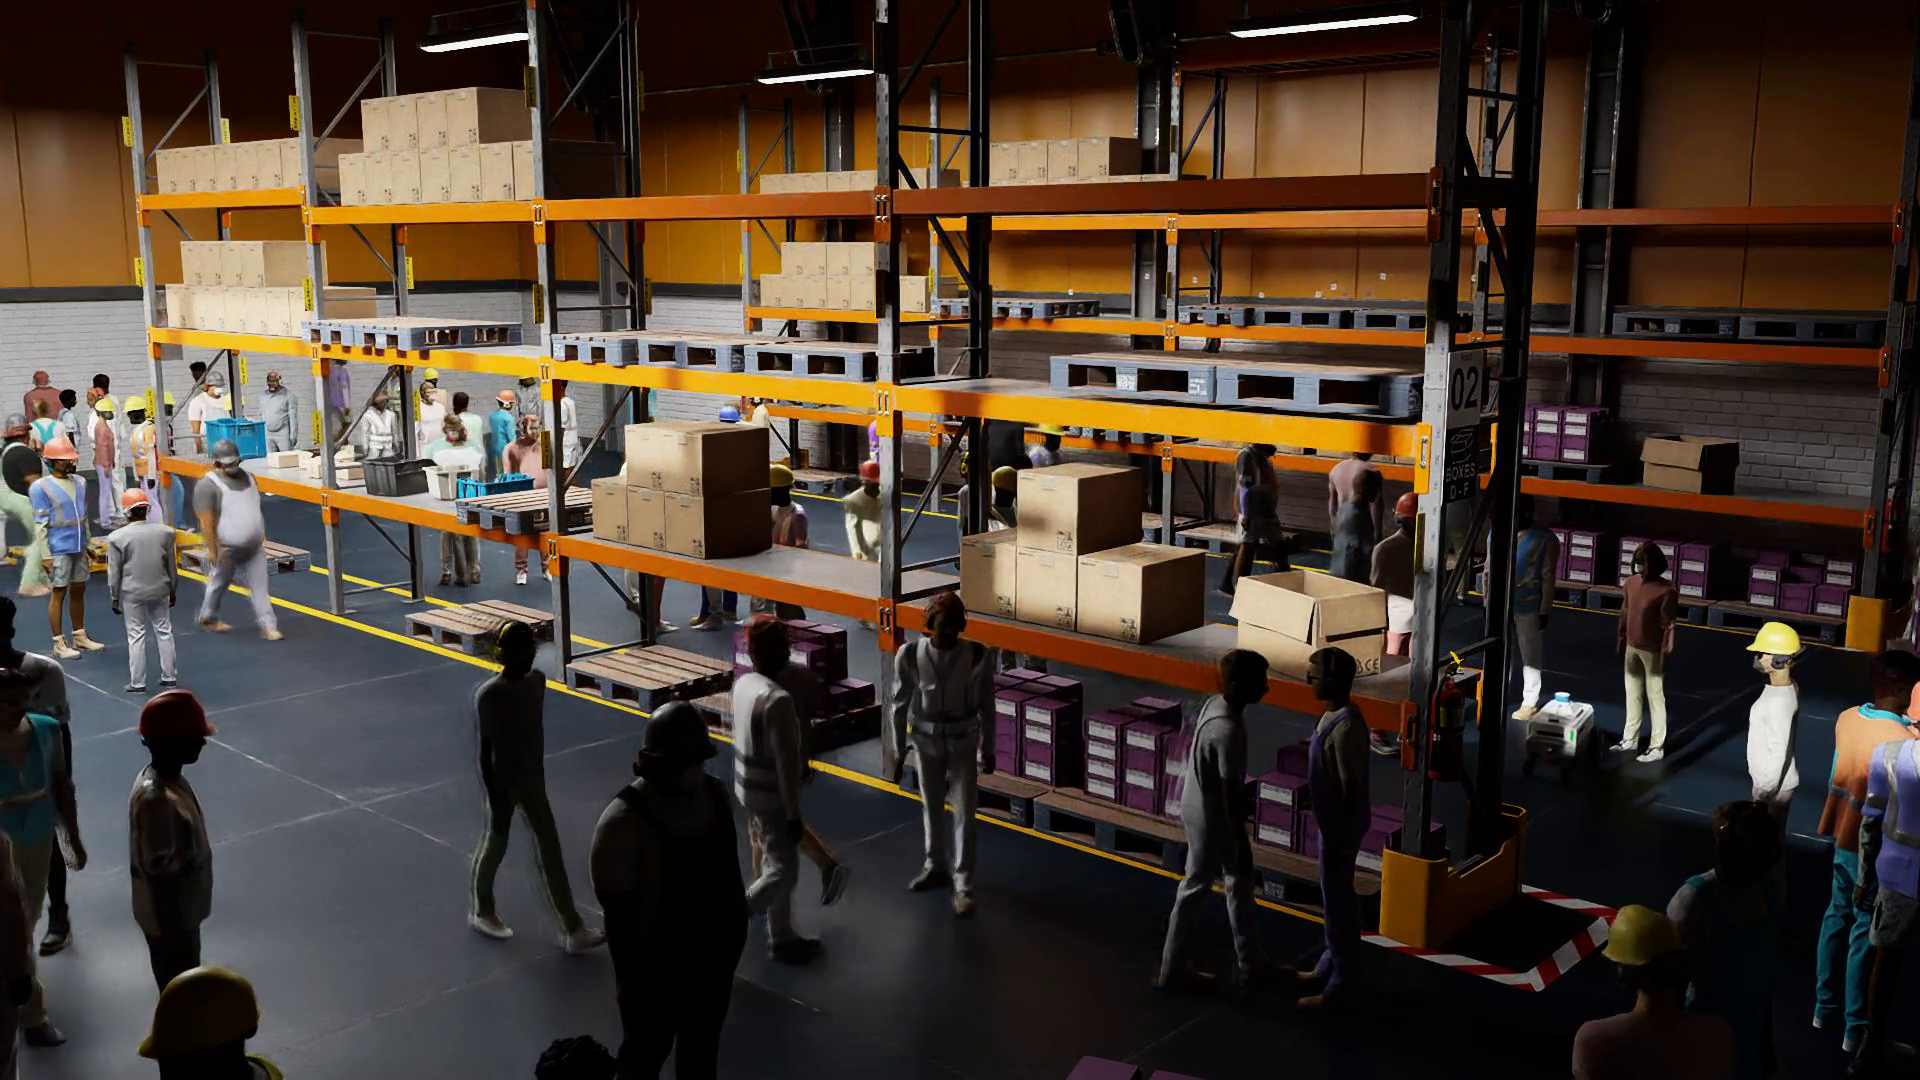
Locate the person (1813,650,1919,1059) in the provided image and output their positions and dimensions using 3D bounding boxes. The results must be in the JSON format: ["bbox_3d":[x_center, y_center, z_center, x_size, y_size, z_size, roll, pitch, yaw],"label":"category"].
[{"bbox_3d":[4.281,1.451,7.831,0.399,1.920,0.590,0,10,1],"label":"person"}]

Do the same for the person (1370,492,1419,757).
[{"bbox_3d":[3.306,0.619,12.357,0.618,1.986,0.408,-6,12,-31],"label":"person"}]

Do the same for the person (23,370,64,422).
[{"bbox_3d":[-13.854,-1.616,25.215,0.402,1.904,0.652,7,12,34],"label":"person"}]

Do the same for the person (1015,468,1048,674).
[{"bbox_3d":[0.602,0.308,14.413,0.358,1.880,0.575,3,10,17],"label":"person"}]

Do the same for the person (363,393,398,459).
[{"bbox_3d":[-8.576,-1.364,24.568,0.412,1.625,0.556,8,13,39],"label":"person"}]

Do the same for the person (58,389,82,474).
[{"bbox_3d":[-13.070,-1.371,24.436,0.317,1.691,0.535,-7,12,-35],"label":"person"}]

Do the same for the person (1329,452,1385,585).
[{"bbox_3d":[3.945,-0.096,16.553,0.359,1.934,0.647,-8,13,-37],"label":"person"}]

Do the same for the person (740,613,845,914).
[{"bbox_3d":[-0.989,1.275,9.334,0.587,1.735,0.576,6,12,31],"label":"person"}]

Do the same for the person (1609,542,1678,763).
[{"bbox_3d":[5.050,0.816,12.255,0.277,1.627,0.502,-4,11,-21],"label":"person"}]

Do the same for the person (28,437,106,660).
[{"bbox_3d":[-8.197,0.069,15.293,0.374,2.043,0.611,3,10,14],"label":"person"}]

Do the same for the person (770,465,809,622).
[{"bbox_3d":[-1.499,0.304,14.301,0.384,1.924,0.589,-6,12,-31],"label":"person"}]

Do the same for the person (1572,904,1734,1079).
[{"bbox_3d":[2.132,2.001,5.211,0.544,1.746,0.365,0,10,-1],"label":"person"}]

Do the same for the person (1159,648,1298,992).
[{"bbox_3d":[1.391,1.418,8.315,0.807,1.810,0.545,1,10,7],"label":"person"}]

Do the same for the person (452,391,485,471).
[{"bbox_3d":[-6.390,-0.998,21.763,0.733,1.894,0.603,4,11,21],"label":"person"}]

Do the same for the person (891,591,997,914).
[{"bbox_3d":[-0.089,1.193,9.528,0.596,1.848,0.683,1,10,5],"label":"person"}]

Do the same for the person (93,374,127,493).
[{"bbox_3d":[-12.478,-1.484,24.438,0.399,1.916,0.590,-8,13,-40],"label":"person"}]

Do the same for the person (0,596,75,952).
[{"bbox_3d":[-5.072,1.241,8.896,0.609,1.960,0.371,-2,10,-10],"label":"person"}]

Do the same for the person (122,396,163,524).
[{"bbox_3d":[-10.243,-0.854,20.898,0.398,1.911,0.592,-9,13,-40],"label":"person"}]

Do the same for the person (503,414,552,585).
[{"bbox_3d":[-4.782,-0.458,18.662,0.643,1.908,0.411,-5,11,-27],"label":"person"}]

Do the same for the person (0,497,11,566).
[{"bbox_3d":[-11.458,-0.500,19.678,0.523,1.631,0.320,3,10,15],"label":"person"}]

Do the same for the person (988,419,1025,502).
[{"bbox_3d":[0.528,-0.922,21.097,0.633,1.981,0.430,6,12,30],"label":"person"}]

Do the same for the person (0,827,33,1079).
[{"bbox_3d":[-3.987,1.698,6.673,0.622,1.839,0.429,2,10,12],"label":"person"}]

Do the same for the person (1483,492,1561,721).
[{"bbox_3d":[4.462,0.523,13.338,0.430,1.836,0.619,-9,14,-42],"label":"person"}]

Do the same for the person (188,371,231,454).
[{"bbox_3d":[-10.487,-1.387,23.531,0.535,2.000,0.681,7,12,36],"label":"person"}]

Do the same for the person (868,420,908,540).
[{"bbox_3d":[-0.911,-0.914,21.198,0.392,1.923,0.553,9,13,40],"label":"person"}]

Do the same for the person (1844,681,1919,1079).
[{"bbox_3d":[4.259,1.527,7.351,0.551,1.935,0.371,8,13,39],"label":"person"}]

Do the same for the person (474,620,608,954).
[{"bbox_3d":[-2.325,1.321,8.856,0.990,1.812,0.554,7,12,33],"label":"person"}]

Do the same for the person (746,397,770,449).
[{"bbox_3d":[-2.956,-1.386,24.390,0.352,1.738,0.573,-1,10,-7],"label":"person"}]

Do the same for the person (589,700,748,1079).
[{"bbox_3d":[-1.095,1.608,6.601,0.536,2.000,0.686,7,12,34],"label":"person"}]

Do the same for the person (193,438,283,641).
[{"bbox_3d":[-7.030,-0.049,15.970,0.994,2.000,0.693,6,11,29],"label":"person"}]

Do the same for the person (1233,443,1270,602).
[{"bbox_3d":[3.117,-0.325,17.523,0.392,2.041,0.615,5,11,26],"label":"person"}]

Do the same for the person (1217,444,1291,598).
[{"bbox_3d":[3.237,-0.277,17.679,1.050,1.905,0.606,6,12,30],"label":"person"}]
